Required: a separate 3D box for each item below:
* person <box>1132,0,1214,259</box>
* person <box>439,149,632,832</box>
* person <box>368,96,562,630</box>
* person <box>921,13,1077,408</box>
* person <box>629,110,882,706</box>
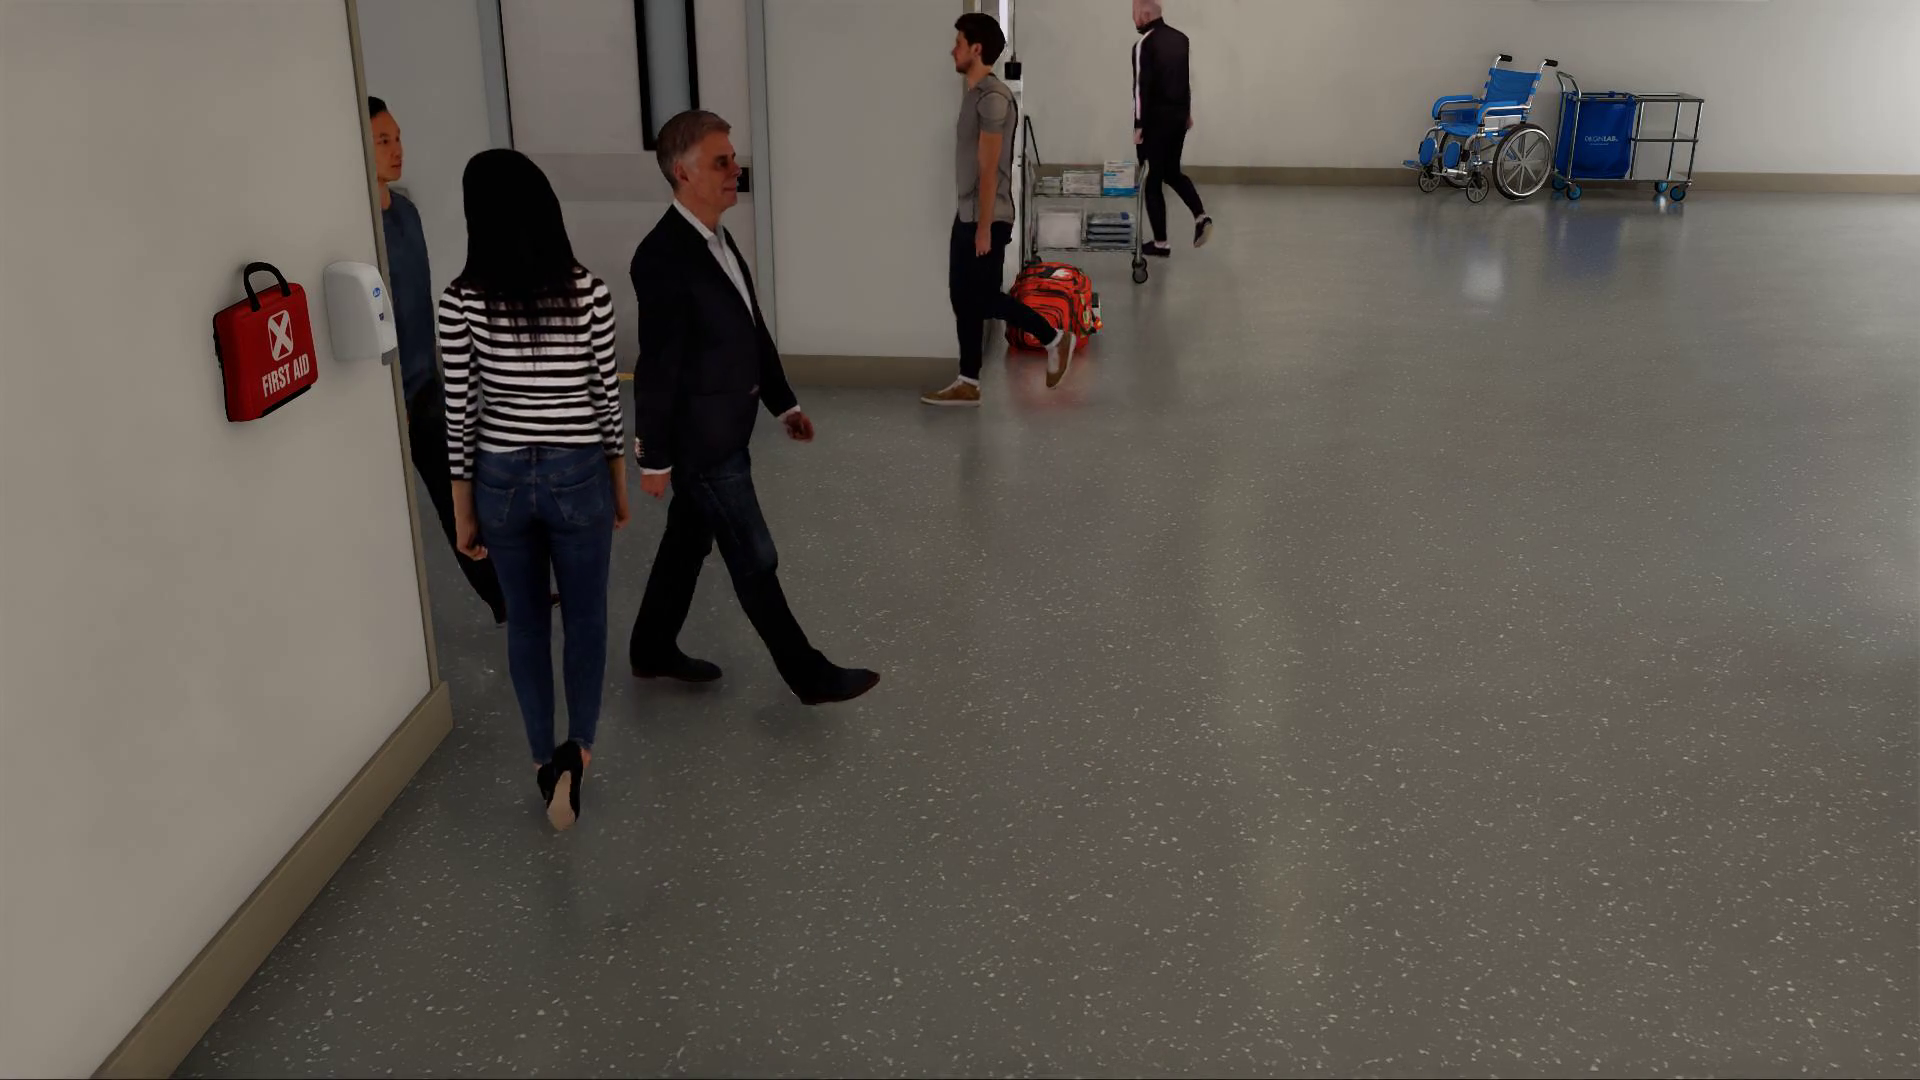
[{"bbox_3d":[1.462,-2.814,11.458,0.987,1.800,1.047,-15,26,-35],"label":"person"},{"bbox_3d":[-1.026,-0.049,4.180,0.771,1.768,0.962,-6,21,-15],"label":"person"},{"bbox_3d":[-1.923,-0.493,5.357,0.818,1.780,1.004,4,21,11],"label":"person"},{"bbox_3d":[0.196,-1.537,7.993,0.931,1.867,1.043,-5,21,-14],"label":"person"},{"bbox_3d":[-0.837,-0.349,4.980,0.754,1.779,1.021,3,21,8],"label":"person"}]
